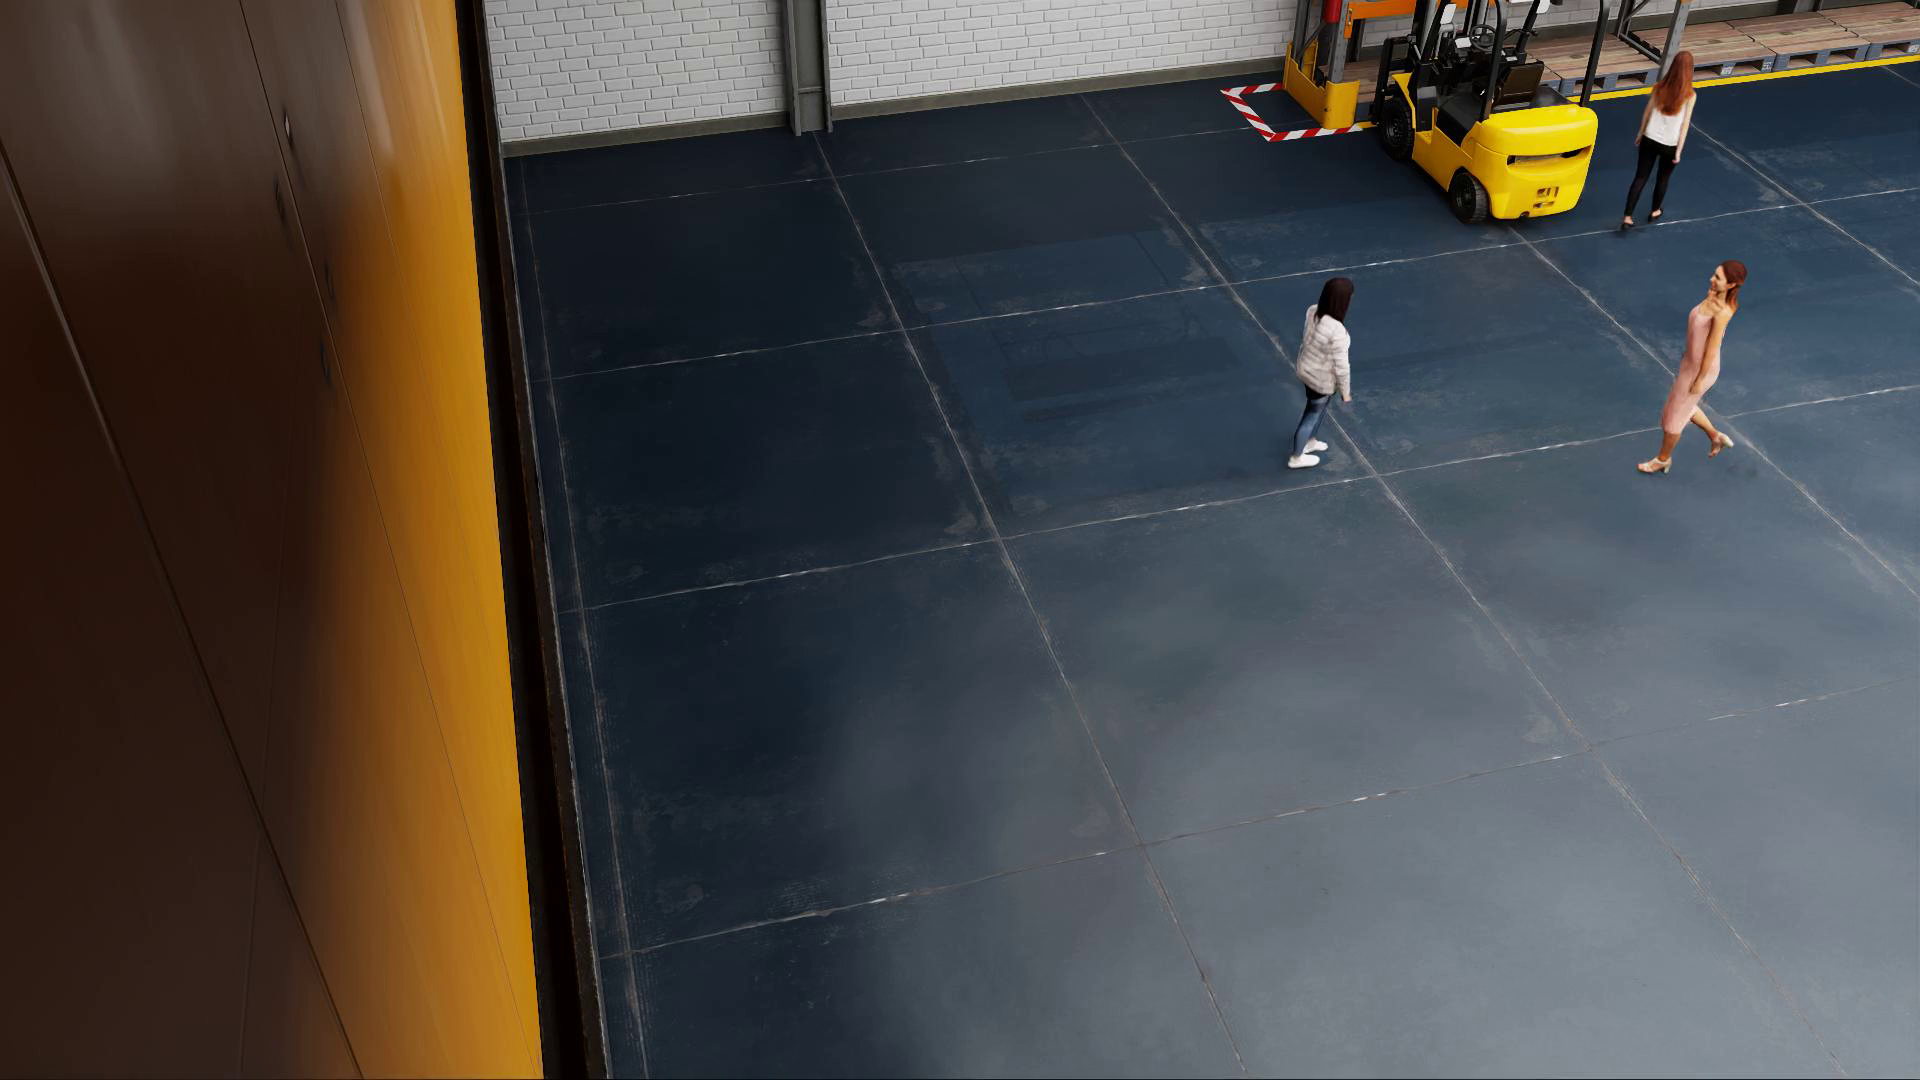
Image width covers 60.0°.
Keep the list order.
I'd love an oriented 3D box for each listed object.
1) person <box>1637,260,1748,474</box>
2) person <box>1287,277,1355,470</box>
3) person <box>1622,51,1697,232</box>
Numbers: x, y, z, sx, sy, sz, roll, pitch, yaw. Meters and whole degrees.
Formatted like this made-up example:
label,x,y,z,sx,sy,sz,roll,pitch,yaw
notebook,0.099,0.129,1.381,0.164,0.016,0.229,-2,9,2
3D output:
label,x,y,z,sx,sy,sz,roll,pitch,yaw
person,5.473,-1.231,12.155,0.971,1.817,0.831,8,39,10
person,2.583,-1.204,12.275,0.636,1.626,0.666,-12,40,-15
person,6.381,-3.609,15.227,0.910,1.699,1.031,27,46,30
